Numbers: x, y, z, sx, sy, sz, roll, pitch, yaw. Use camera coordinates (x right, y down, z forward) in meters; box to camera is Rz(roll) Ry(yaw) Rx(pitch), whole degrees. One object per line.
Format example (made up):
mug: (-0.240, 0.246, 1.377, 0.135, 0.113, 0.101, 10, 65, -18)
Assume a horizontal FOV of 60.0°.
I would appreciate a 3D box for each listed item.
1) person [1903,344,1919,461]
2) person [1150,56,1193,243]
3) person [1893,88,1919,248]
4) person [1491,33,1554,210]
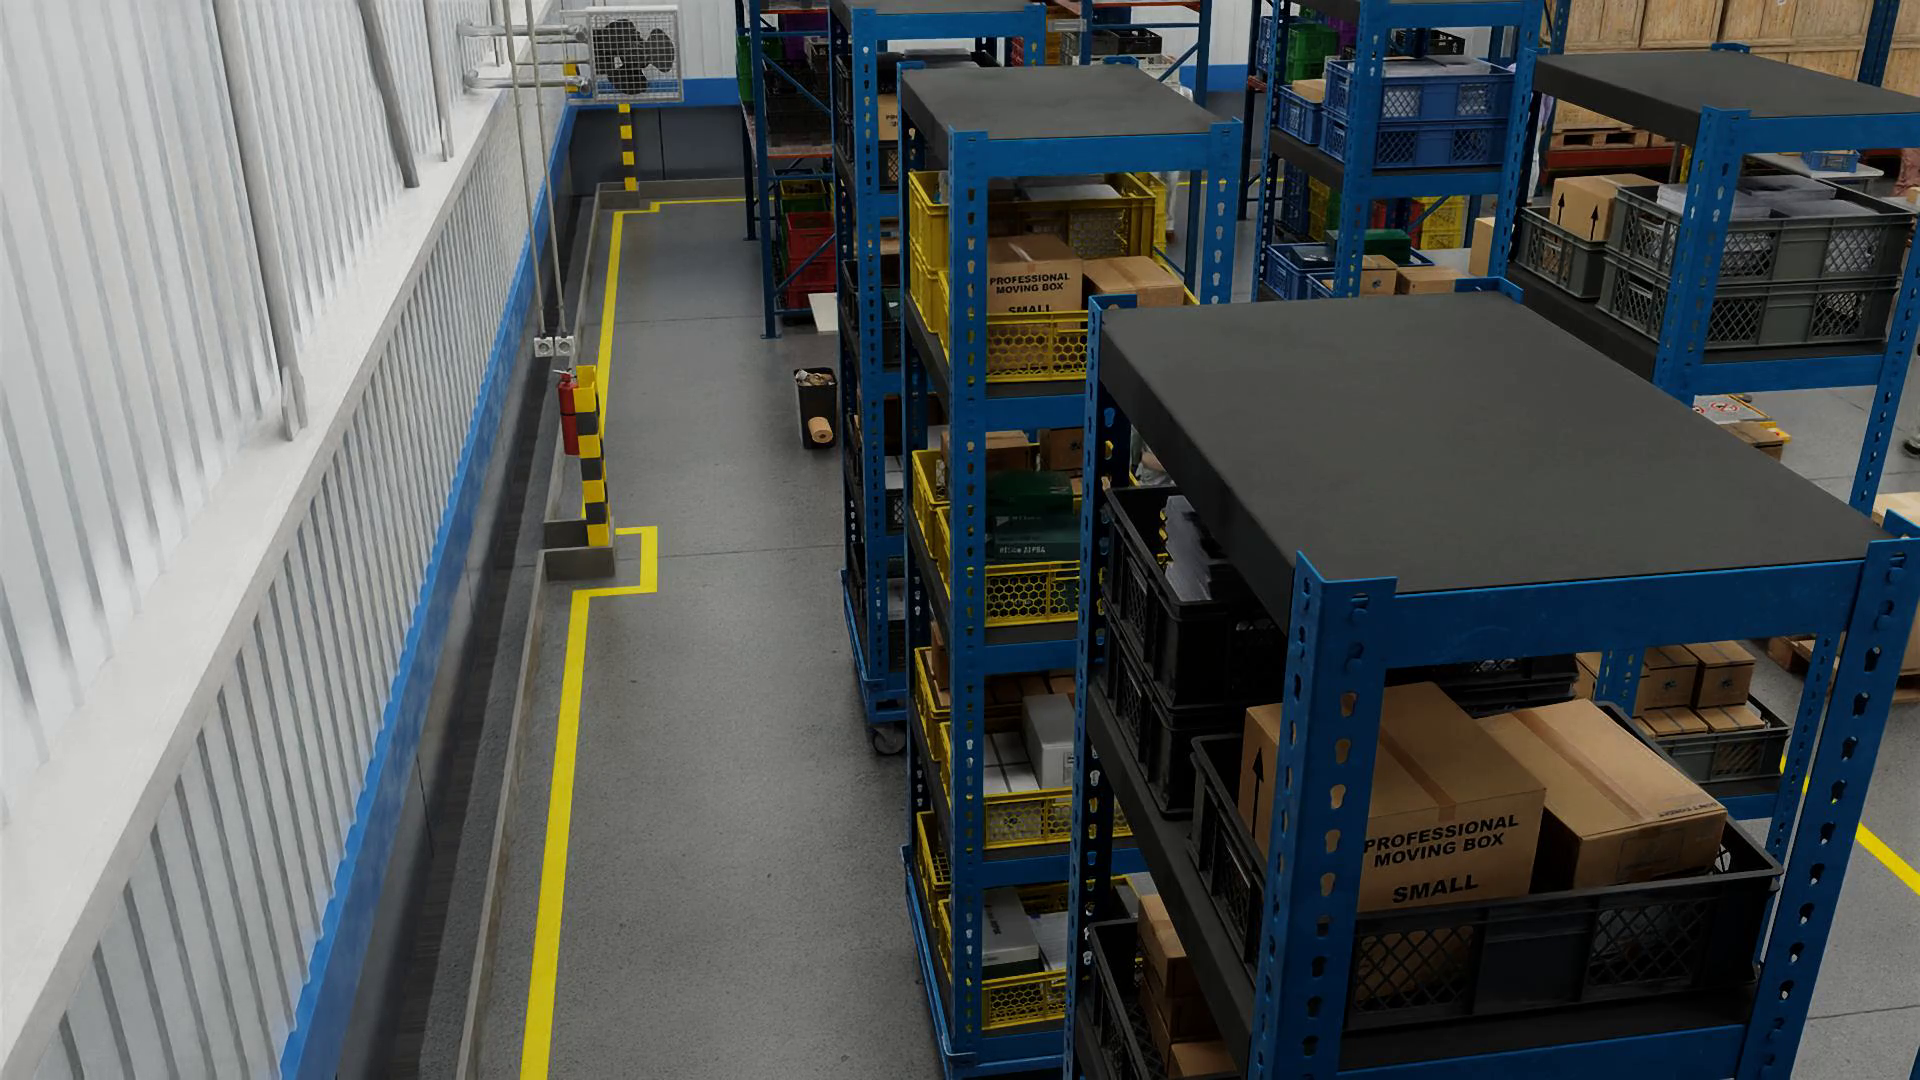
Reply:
person: (6.953, -1.404, 11.477, 0.597, 1.823, 0.403, 9, 26, 19)
person: (2.084, -3.974, 16.988, 0.584, 1.882, 0.337, -5, 25, -11)
person: (9.807, -3.939, 16.905, 0.399, 1.900, 0.634, 7, 26, 15)
person: (6.174, -4.567, 18.220, 0.627, 1.934, 0.372, -7, 26, -15)
